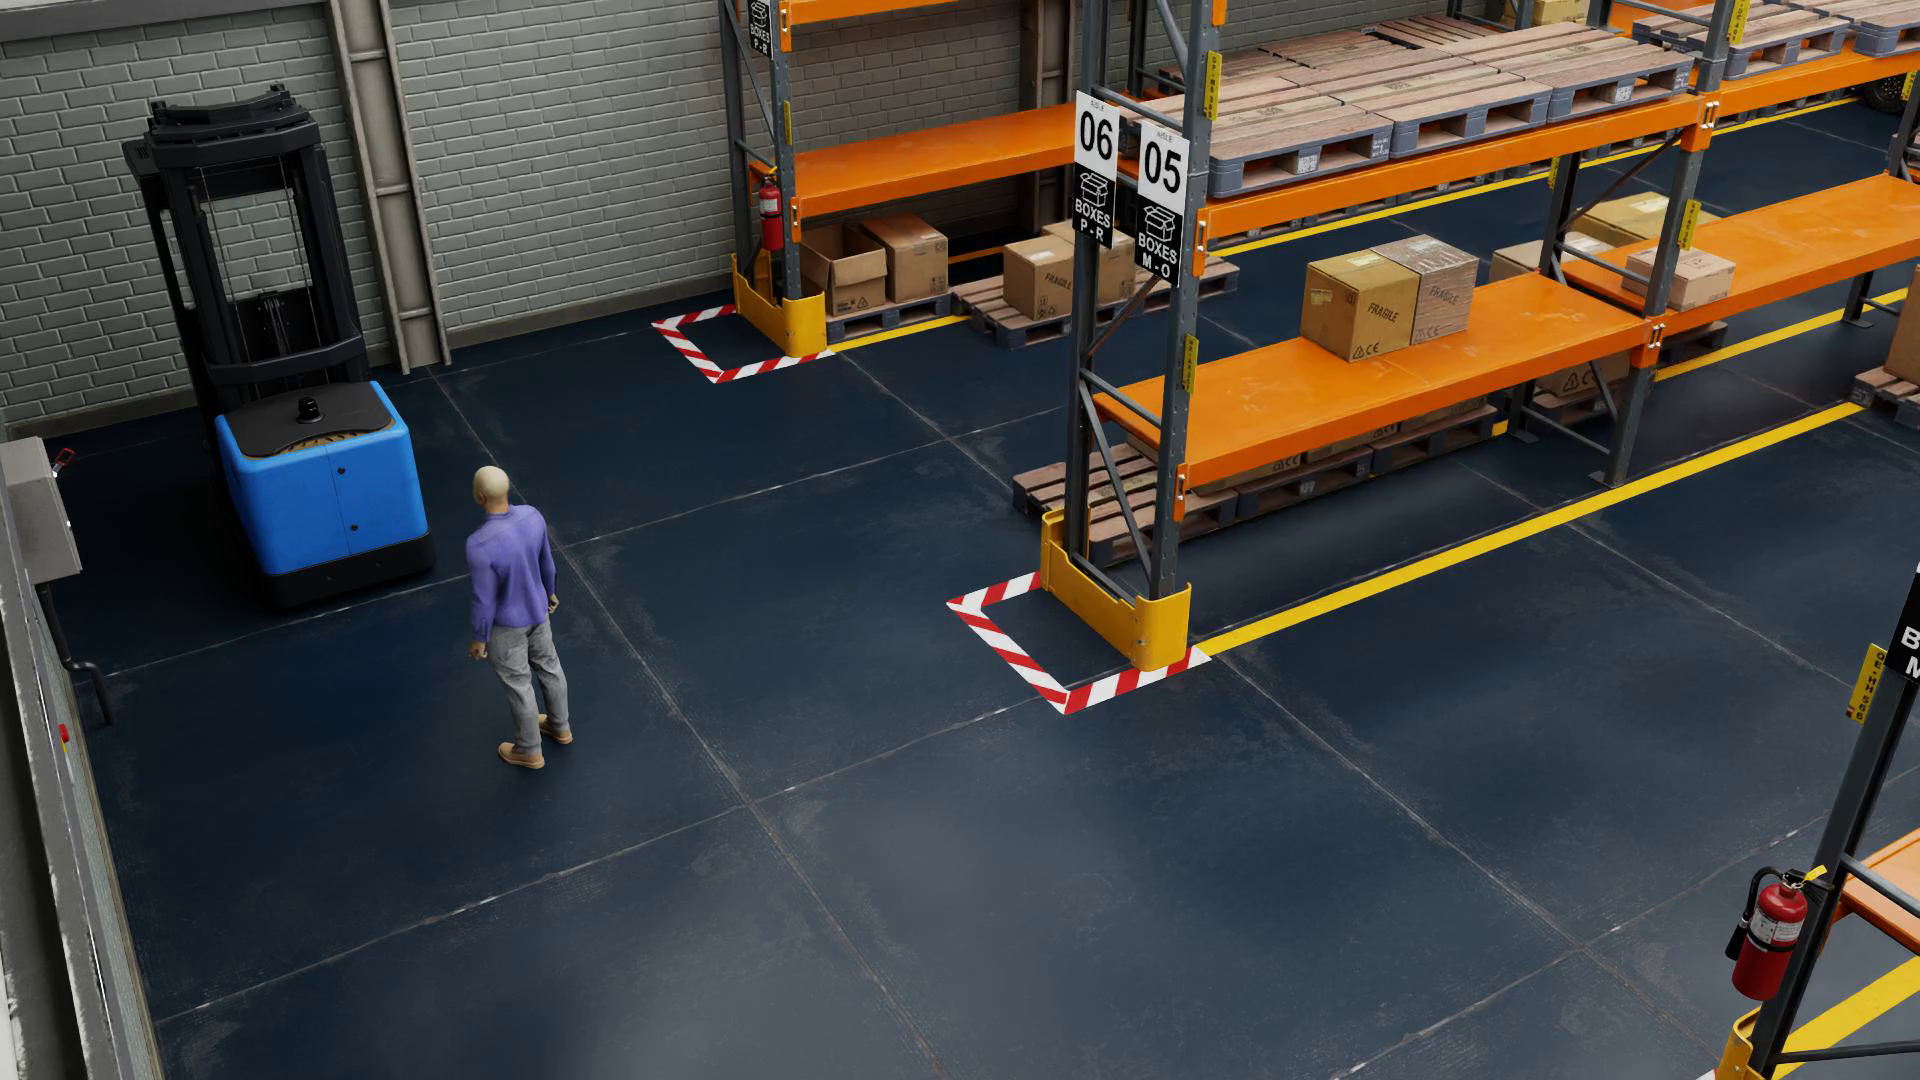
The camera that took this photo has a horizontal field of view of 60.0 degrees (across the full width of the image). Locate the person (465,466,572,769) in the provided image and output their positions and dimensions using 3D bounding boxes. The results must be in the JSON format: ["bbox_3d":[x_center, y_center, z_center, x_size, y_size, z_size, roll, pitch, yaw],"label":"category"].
[{"bbox_3d":[-2.337,0.415,8.815,0.379,1.797,0.604,17,36,26],"label":"person"}]

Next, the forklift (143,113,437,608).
[{"bbox_3d":[-4.289,-1.259,10.509,1.129,2.768,1.873,-17,36,-26],"label":"forklift"}]

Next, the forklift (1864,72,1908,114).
[{"bbox_3d":[11.468,-5.645,18.244,1.214,2.155,2.313,-17,36,-26],"label":"forklift"}]
